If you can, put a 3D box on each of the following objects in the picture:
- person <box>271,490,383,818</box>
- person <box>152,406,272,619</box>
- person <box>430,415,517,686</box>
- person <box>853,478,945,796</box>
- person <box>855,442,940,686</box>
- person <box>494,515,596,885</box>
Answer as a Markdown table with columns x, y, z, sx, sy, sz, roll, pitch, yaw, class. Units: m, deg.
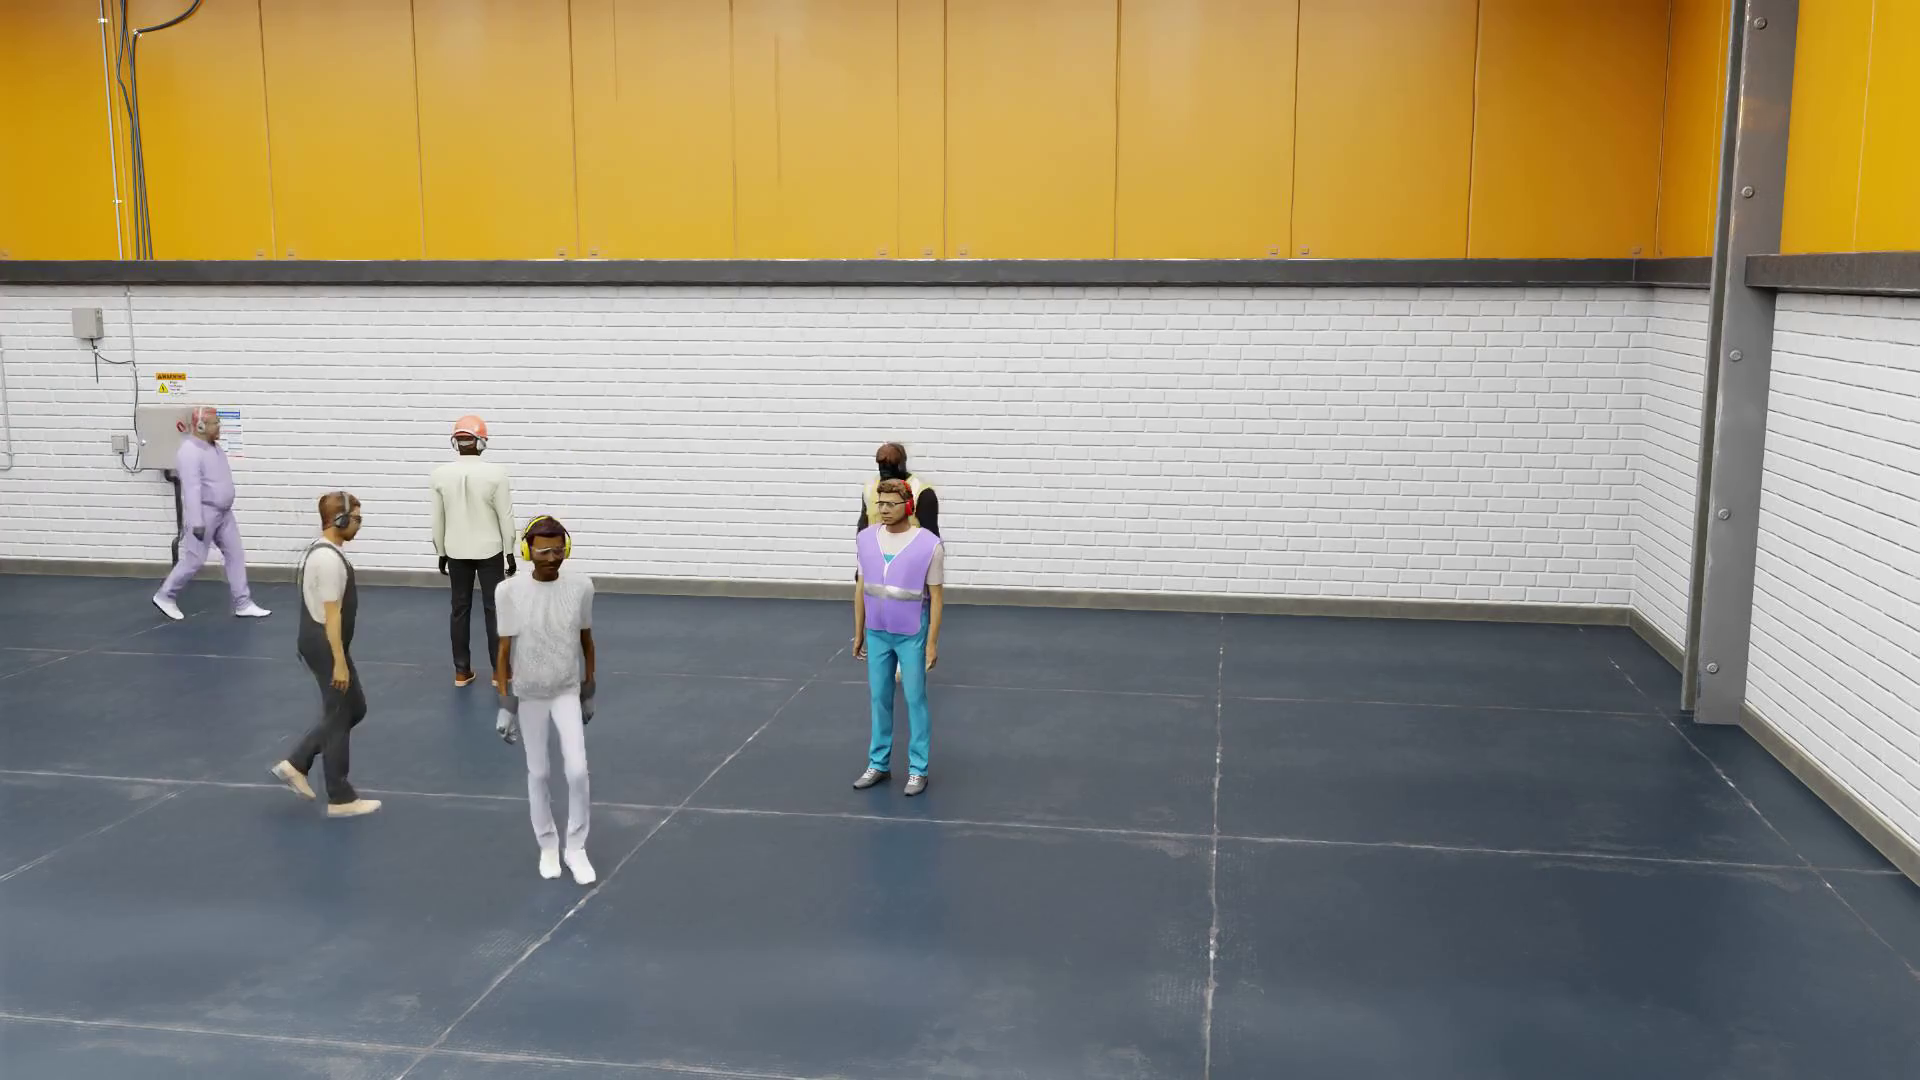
| x | y | z | sx | sy | sz | roll | pitch | yaw | class |
| --- | --- | --- | --- | --- | --- | --- | --- | --- | --- |
| -3.544 | 0.643 | 9.238 | 0.524 | 1.815 | 0.596 | -3 | 10 | -18 | person |
| -6.562 | -0.230 | 14.422 | 0.939 | 1.871 | 0.646 | 0 | 9 | 2 | person |
| -3.534 | 0.084 | 12.149 | 0.611 | 1.986 | 0.393 | 0 | 9 | 3 | person |
| -0.356 | 0.553 | 9.684 | 0.566 | 1.846 | 0.389 | 4 | 10 | 25 | person |
| -0.448 | 0.188 | 12.057 | 0.632 | 1.816 | 0.446 | 7 | 12 | 37 | person |
| -2.031 | 0.797 | 8.190 | 0.510 | 1.843 | 0.599 | -3 | 10 | -18 | person |
